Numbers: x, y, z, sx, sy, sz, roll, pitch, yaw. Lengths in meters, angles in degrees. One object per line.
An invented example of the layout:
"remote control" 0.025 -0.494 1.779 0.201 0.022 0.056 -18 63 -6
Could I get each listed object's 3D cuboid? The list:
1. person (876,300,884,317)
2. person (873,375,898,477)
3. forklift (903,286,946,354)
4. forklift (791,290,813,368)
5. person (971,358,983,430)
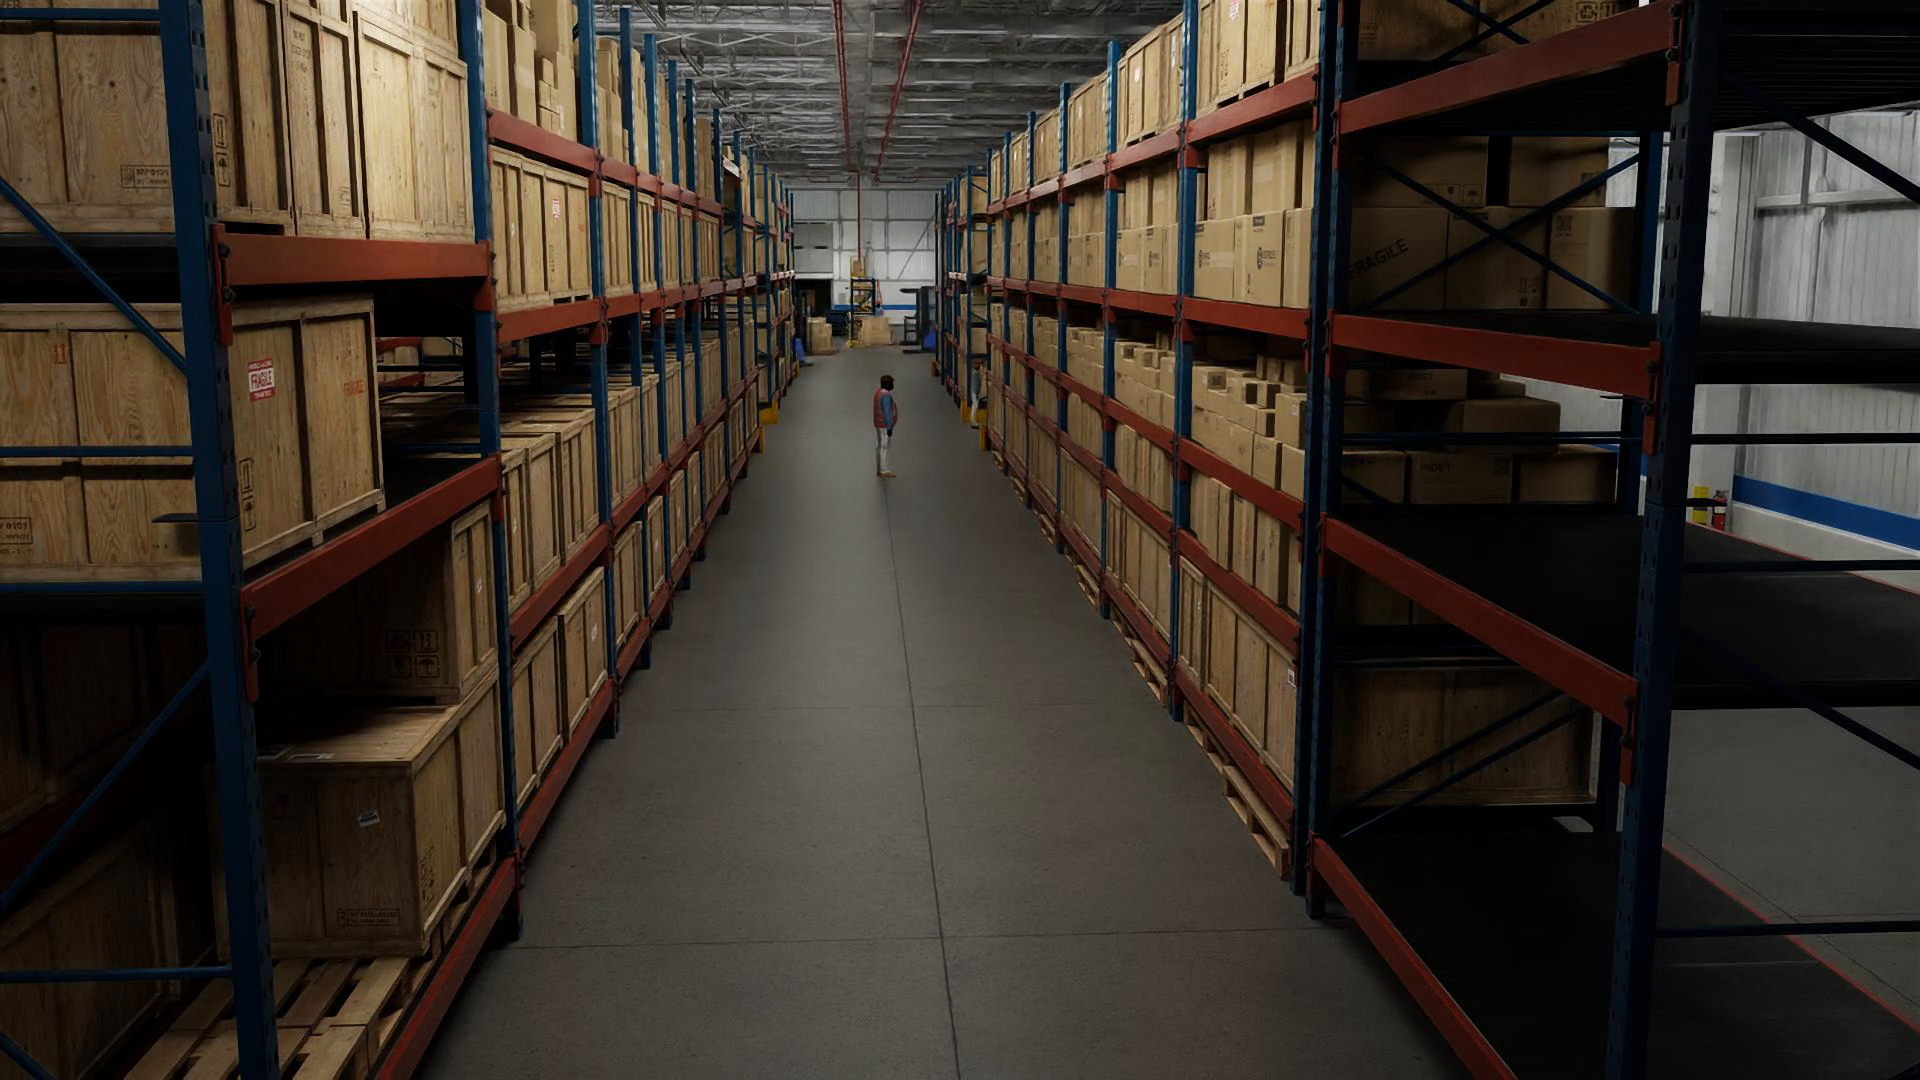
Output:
"person" -4.033 -10.868 82.198 0.551 1.936 0.356 7 12 37
"person" -1.330 -2.034 29.755 0.429 1.836 0.632 -3 10 -16
"forklift" -1.429 -9.137 69.048 1.873 2.768 1.129 -1 10 -3
"forklift" -6.124 -7.576 59.722 1.129 2.768 1.873 3 10 15
"person" 0.391 -3.360 38.252 0.288 1.633 0.499 0 10 1
